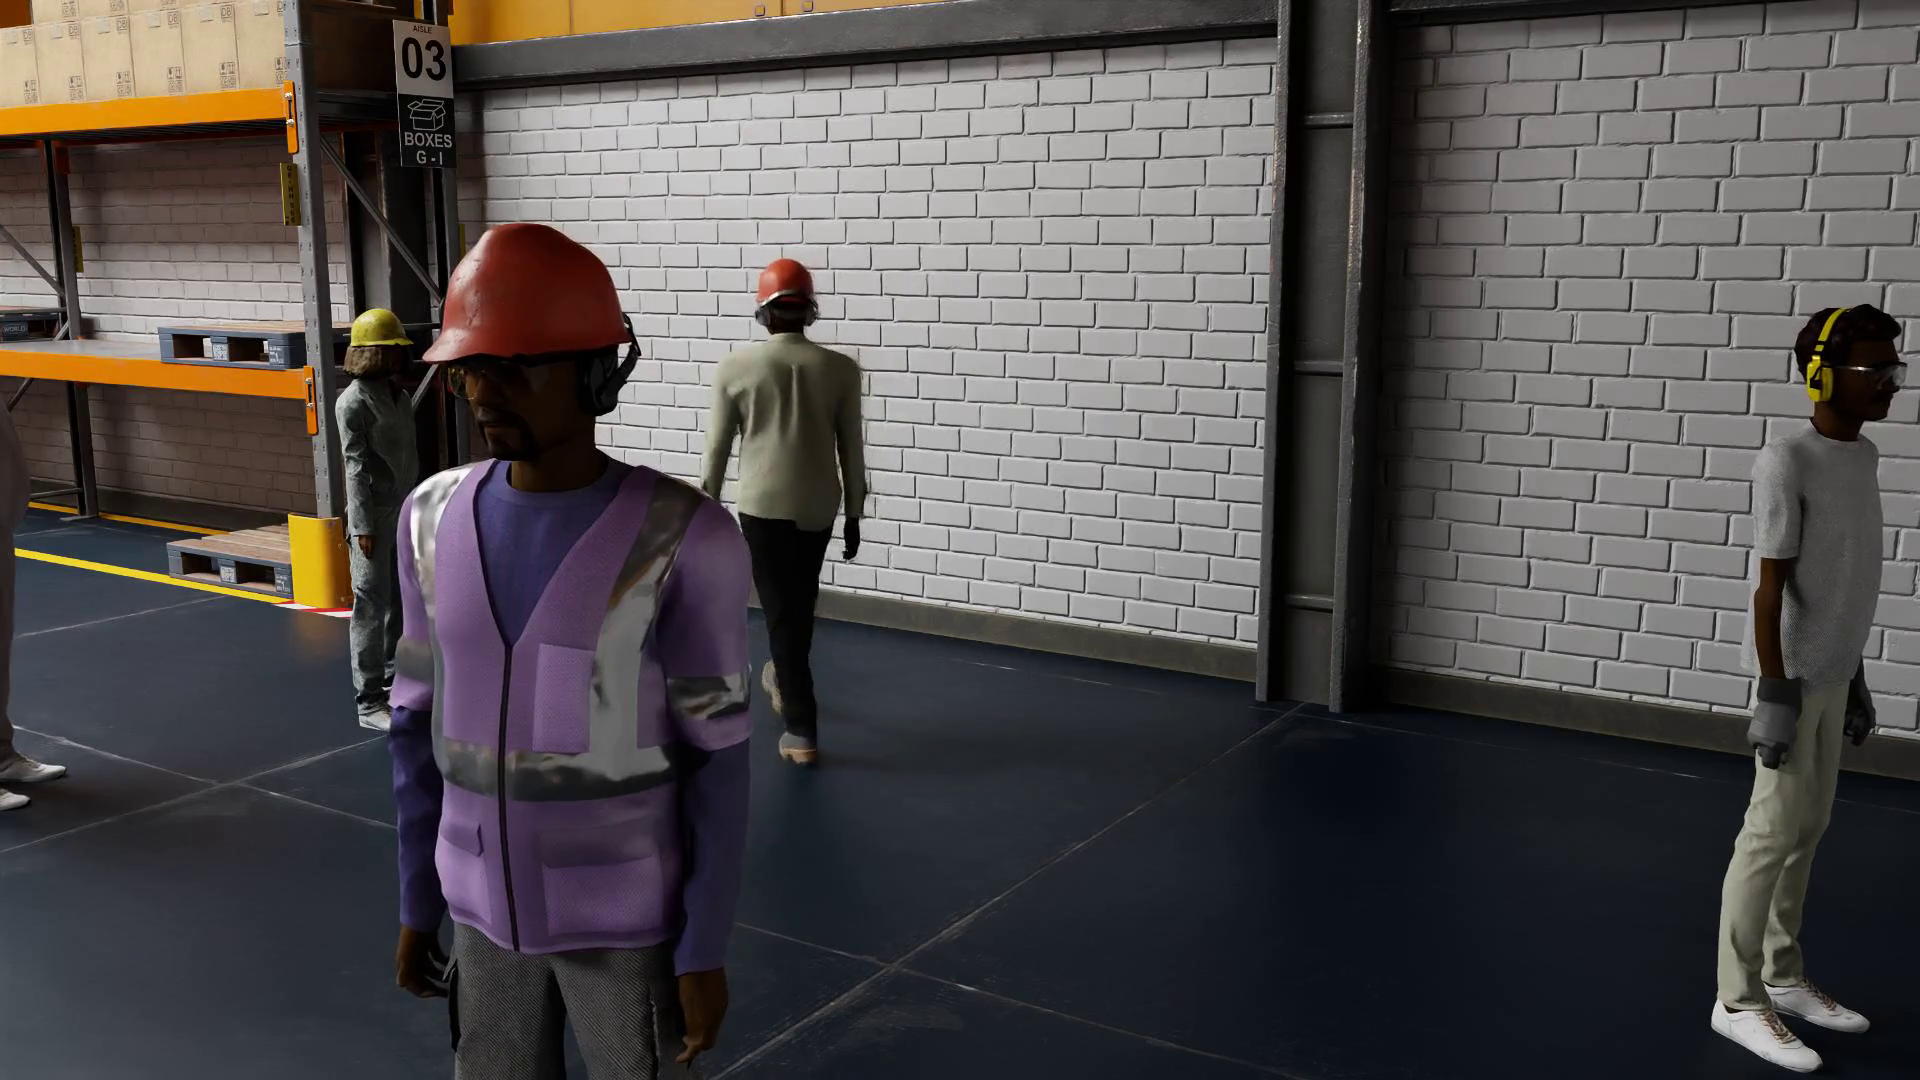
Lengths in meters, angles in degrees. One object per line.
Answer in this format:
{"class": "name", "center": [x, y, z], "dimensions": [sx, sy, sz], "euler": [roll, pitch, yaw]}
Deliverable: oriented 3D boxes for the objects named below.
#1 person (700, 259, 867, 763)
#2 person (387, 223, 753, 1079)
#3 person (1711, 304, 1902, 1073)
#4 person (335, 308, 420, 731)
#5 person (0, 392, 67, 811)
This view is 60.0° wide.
{"class": "person", "center": [-0.718, -0.144, 6.693], "dimensions": [0.624, 1.939, 1.030], "euler": [-4, 11, -22]}
{"class": "person", "center": [-0.612, 0.554, 2.556], "dimensions": [0.608, 2.044, 0.370], "euler": [3, 11, 18]}
{"class": "person", "center": [2.126, 0.357, 4.128], "dimensions": [0.515, 1.872, 0.328], "euler": [-9, 13, -40]}
{"class": "person", "center": [-2.380, -0.086, 6.931], "dimensions": [0.294, 1.744, 0.486], "euler": [1, 10, 8]}
{"class": "person", "center": [-3.518, 0.021, 5.928], "dimensions": [0.400, 1.896, 0.648], "euler": [-3, 11, -14]}
